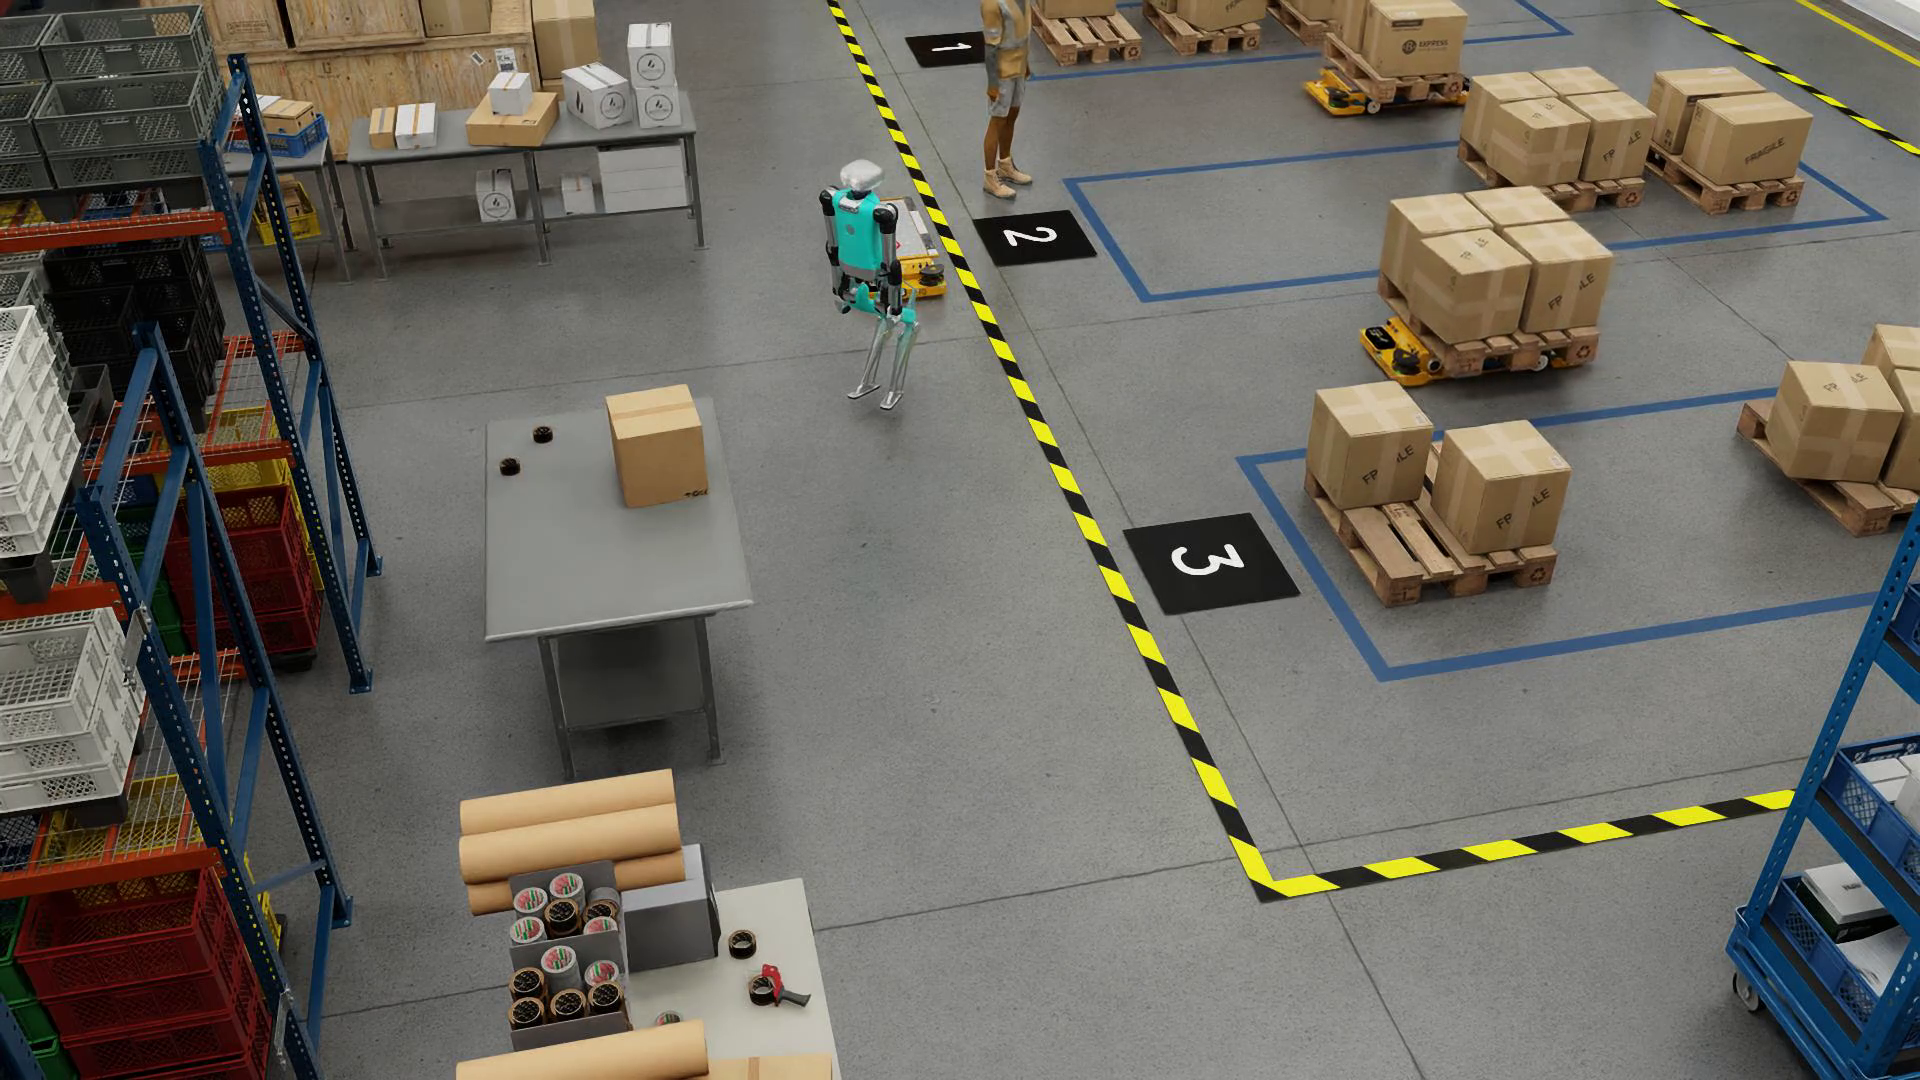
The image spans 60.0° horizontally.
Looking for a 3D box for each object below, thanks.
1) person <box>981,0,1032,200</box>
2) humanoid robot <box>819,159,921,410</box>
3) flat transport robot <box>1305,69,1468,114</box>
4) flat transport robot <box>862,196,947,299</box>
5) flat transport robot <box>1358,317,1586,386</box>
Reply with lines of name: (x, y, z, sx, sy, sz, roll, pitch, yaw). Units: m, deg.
person: (0.402, -3.699, 13.043, 0.381, 2.039, 0.613, 18, 40, 23)
humanoid robot: (-0.473, -1.634, 10.411, 0.533, 1.672, 0.735, 22, 42, 26)
flat transport robot: (3.924, -4.121, 15.069, 1.431, 0.197, 0.652, -8, 37, -10)
flat transport robot: (-0.570, -2.220, 12.538, 0.659, 0.231, 1.431, -8, 37, -10)
flat transport robot: (3.530, -1.375, 11.378, 1.431, 0.197, 0.652, -8, 37, -10)
